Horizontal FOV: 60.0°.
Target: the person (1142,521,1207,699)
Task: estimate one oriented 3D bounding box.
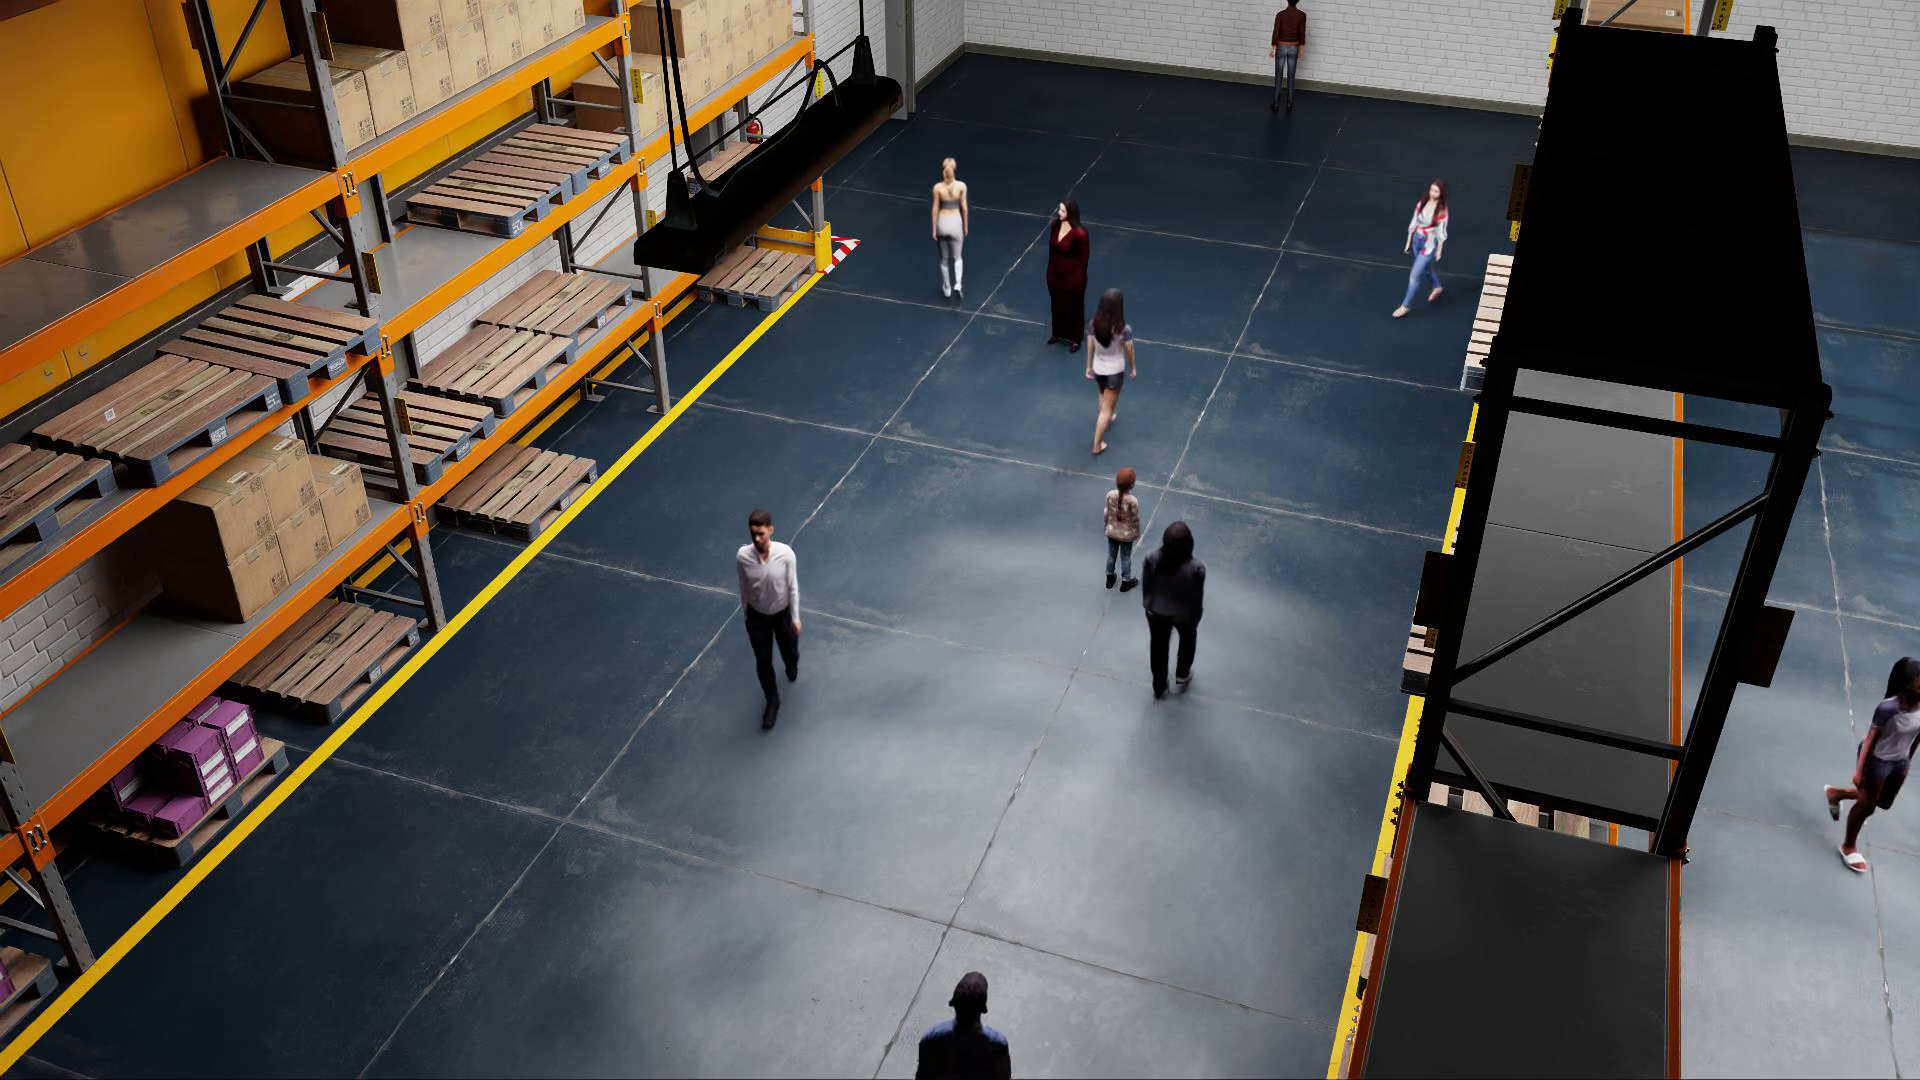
[{"bbox_3d":[1.635,0.576,12.982,0.657,1.585,0.663,10,35,15],"label":"person"}]

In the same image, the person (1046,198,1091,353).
[{"bbox_3d":[1.172,-2.888,18.040,0.756,1.756,0.758,28,43,35],"label":"person"}]

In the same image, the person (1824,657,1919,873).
[{"bbox_3d":[6.325,1.483,11.507,0.852,1.707,0.955,-7,34,-10],"label":"person"}]

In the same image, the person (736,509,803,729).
[{"bbox_3d":[-1.439,0.524,12.821,0.801,1.850,1.020,2,34,3],"label":"person"}]

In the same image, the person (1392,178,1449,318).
[{"bbox_3d":[5.340,-3.345,18.895,1.165,1.570,0.996,-22,39,-29],"label":"person"}]

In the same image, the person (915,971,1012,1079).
[{"bbox_3d":[0.000,3.109,8.909,0.735,1.875,0.717,2,34,3],"label":"person"}]

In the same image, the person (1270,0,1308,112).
[{"bbox_3d":[4.840,-7.237,24.560,0.713,1.781,0.644,1,34,1],"label":"person"}]

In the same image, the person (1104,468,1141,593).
[{"bbox_3d":[1.388,-0.088,14.339,0.515,1.189,0.507,18,37,24],"label":"person"}]

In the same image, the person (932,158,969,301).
[{"bbox_3d":[-0.118,-3.516,19.045,0.805,1.688,0.992,-3,34,-5],"label":"person"}]

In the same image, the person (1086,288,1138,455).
[{"bbox_3d":[1.408,-1.613,16.192,0.736,1.678,1.001,20,39,28],"label":"person"}]
